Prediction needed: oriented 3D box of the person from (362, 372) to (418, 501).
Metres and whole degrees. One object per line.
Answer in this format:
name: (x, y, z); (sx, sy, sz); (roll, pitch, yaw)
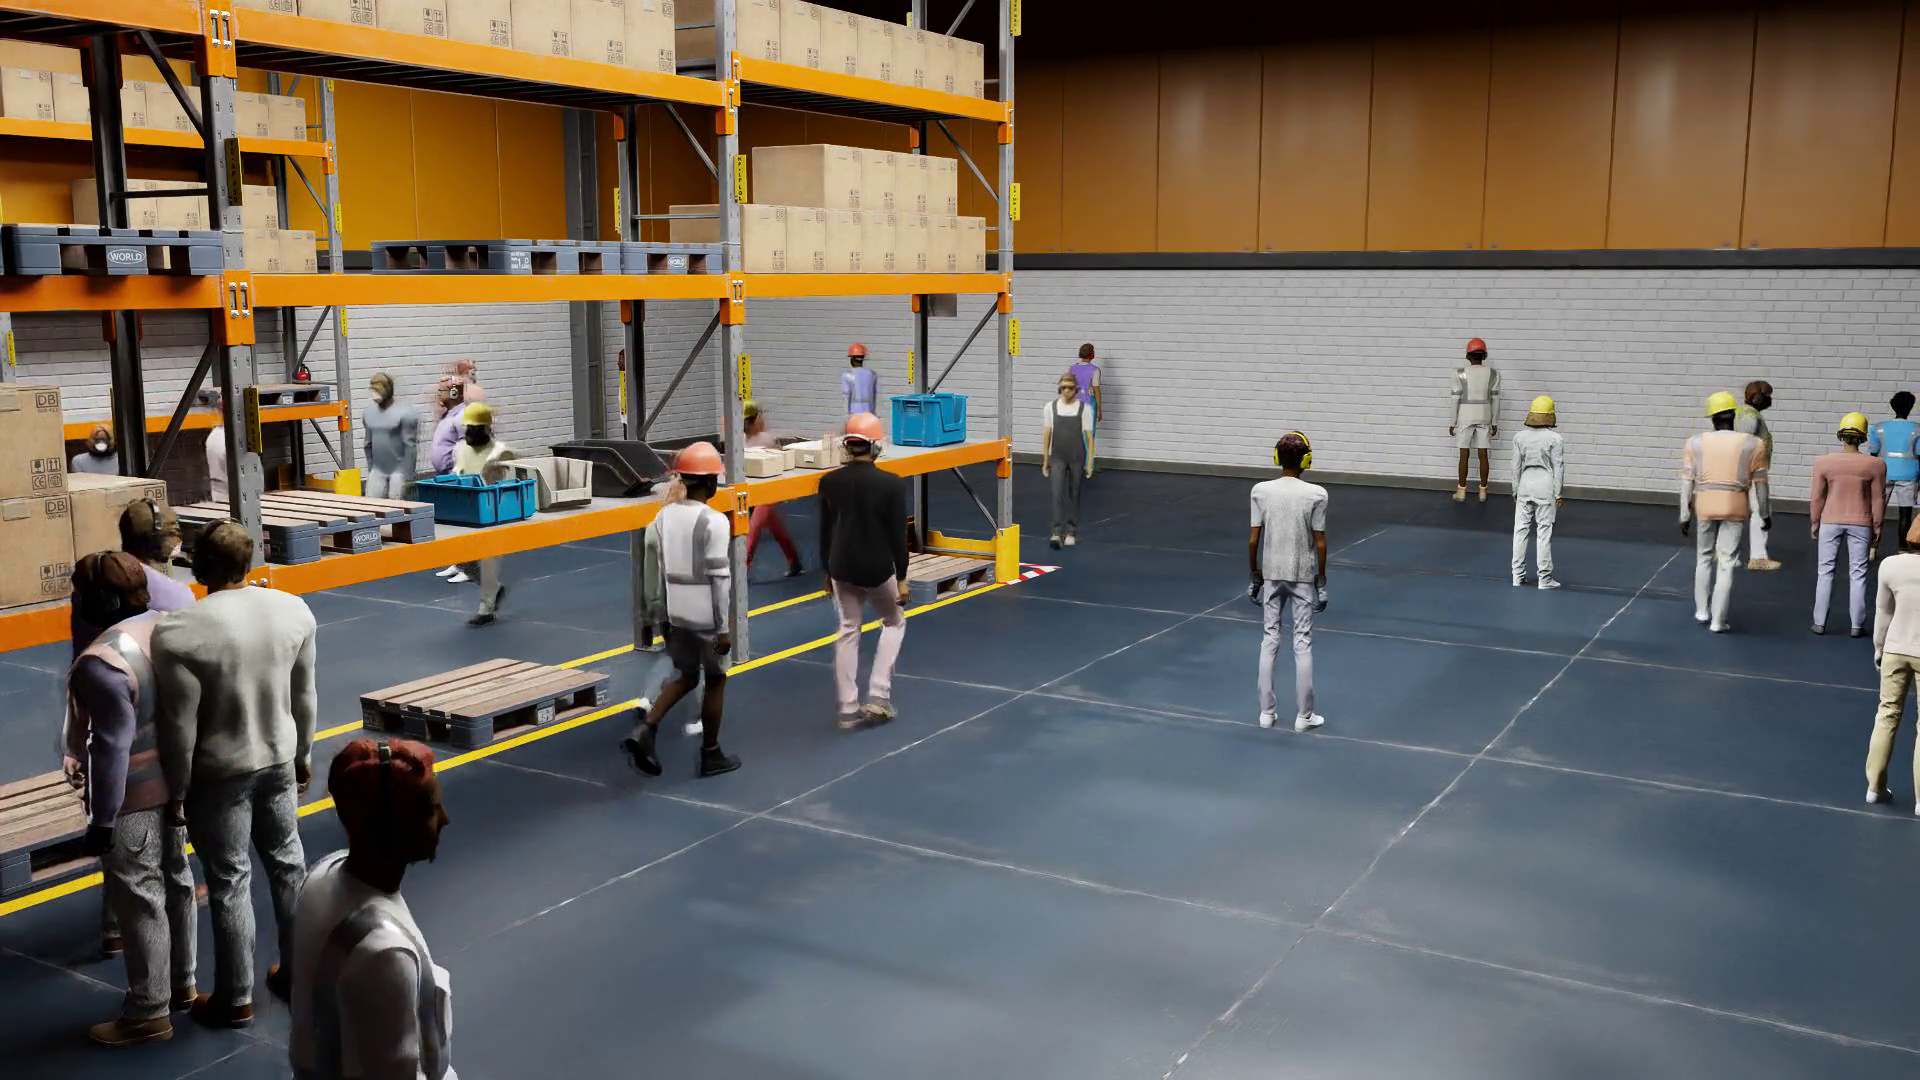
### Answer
person: (-5.366, -0.623, 15.677); (0.641, 1.923, 0.419); (3, 10, 20)

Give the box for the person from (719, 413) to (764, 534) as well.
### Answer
person: (-2.325, -0.808, 17.583); (0.545, 1.681, 0.374); (4, 10, 25)

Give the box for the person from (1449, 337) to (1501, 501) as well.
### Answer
person: (6.401, -1.494, 20.724); (0.608, 2.048, 0.365); (1, 9, 4)

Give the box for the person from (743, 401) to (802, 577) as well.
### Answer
person: (-1.826, -0.447, 15.323); (0.984, 1.685, 0.528); (-9, 12, -43)

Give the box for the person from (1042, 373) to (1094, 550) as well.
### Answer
person: (1.101, -0.793, 17.087); (0.539, 1.805, 0.905); (1, 9, 7)

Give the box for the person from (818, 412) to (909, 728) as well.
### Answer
person: (-0.585, 0.187, 10.448); (0.655, 1.972, 0.542); (4, 10, 22)

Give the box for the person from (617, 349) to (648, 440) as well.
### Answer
person: (-4.075, -1.422, 20.679); (0.391, 1.920, 0.593); (-3, 10, -19)

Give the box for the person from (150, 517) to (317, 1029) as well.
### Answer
person: (-2.727, 0.871, 6.302); (0.372, 1.940, 0.630); (6, 11, 35)

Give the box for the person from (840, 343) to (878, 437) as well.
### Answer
person: (-1.392, -1.664, 22.209); (0.557, 1.916, 0.705); (-5, 10, -27)

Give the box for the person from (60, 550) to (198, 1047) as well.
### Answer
person: (-3.076, 0.943, 6.172); (0.429, 1.840, 0.624); (0, 9, -2)

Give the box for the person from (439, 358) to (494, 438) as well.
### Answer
person: (-5.504, -1.097, 18.749); (0.642, 1.888, 0.590); (7, 11, 36)

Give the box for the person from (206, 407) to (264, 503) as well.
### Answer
person: (-5.991, -0.270, 13.669); (0.674, 1.863, 0.968); (9, 13, 43)

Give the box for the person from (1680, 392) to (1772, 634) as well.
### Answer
person: (6.102, -0.221, 13.250); (0.634, 1.895, 0.709); (6, 11, 33)

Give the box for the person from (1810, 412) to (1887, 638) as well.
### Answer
person: (6.919, -0.114, 12.989); (0.525, 1.769, 0.308); (5, 10, 29)

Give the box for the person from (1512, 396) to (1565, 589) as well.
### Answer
person: (5.229, -0.431, 15.041); (0.484, 1.744, 0.295); (9, 13, 44)

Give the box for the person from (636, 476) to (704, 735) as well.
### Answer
person: (-1.724, 0.421, 10.126); (0.506, 1.619, 0.475); (4, 10, 26)

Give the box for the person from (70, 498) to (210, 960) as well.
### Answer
person: (-3.370, 0.769, 7.037); (0.640, 1.905, 0.791); (5, 11, 31)

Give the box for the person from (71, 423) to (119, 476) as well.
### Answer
person: (-7.313, -0.231, 14.310); (0.515, 1.602, 0.831); (-1, 9, -9)

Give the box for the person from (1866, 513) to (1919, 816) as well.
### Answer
person: (5.069, 0.631, 8.787); (0.287, 1.625, 0.497); (-6, 11, -32)

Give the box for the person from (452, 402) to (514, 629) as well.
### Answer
person: (-3.837, -0.207, 13.394); (0.615, 1.819, 0.475); (4, 10, 26)

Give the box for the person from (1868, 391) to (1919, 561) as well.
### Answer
person: (9.211, -0.615, 16.363); (0.533, 1.692, 0.321); (7, 12, 39)

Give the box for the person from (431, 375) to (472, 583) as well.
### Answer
person: (-4.659, -0.562, 15.346); (0.407, 1.910, 0.638); (-5, 11, -30)

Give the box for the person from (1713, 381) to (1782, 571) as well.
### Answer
person: (7.636, -0.618, 15.986); (0.761, 1.815, 0.640); (2, 9, 13)

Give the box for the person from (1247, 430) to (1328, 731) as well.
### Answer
person: (2.043, 0.254, 10.364); (0.519, 1.873, 0.335); (5, 10, 28)

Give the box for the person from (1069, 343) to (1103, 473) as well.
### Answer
person: (1.781, -1.873, 23.710); (0.376, 1.845, 0.571); (-8, 12, -43)

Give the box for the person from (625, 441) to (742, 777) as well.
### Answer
person: (-1.518, 0.418, 9.224); (0.543, 1.920, 0.651); (7, 12, 38)

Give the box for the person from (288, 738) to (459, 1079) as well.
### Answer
person: (-1.221, 1.335, 3.616); (0.414, 1.869, 0.610); (-5, 10, -29)
